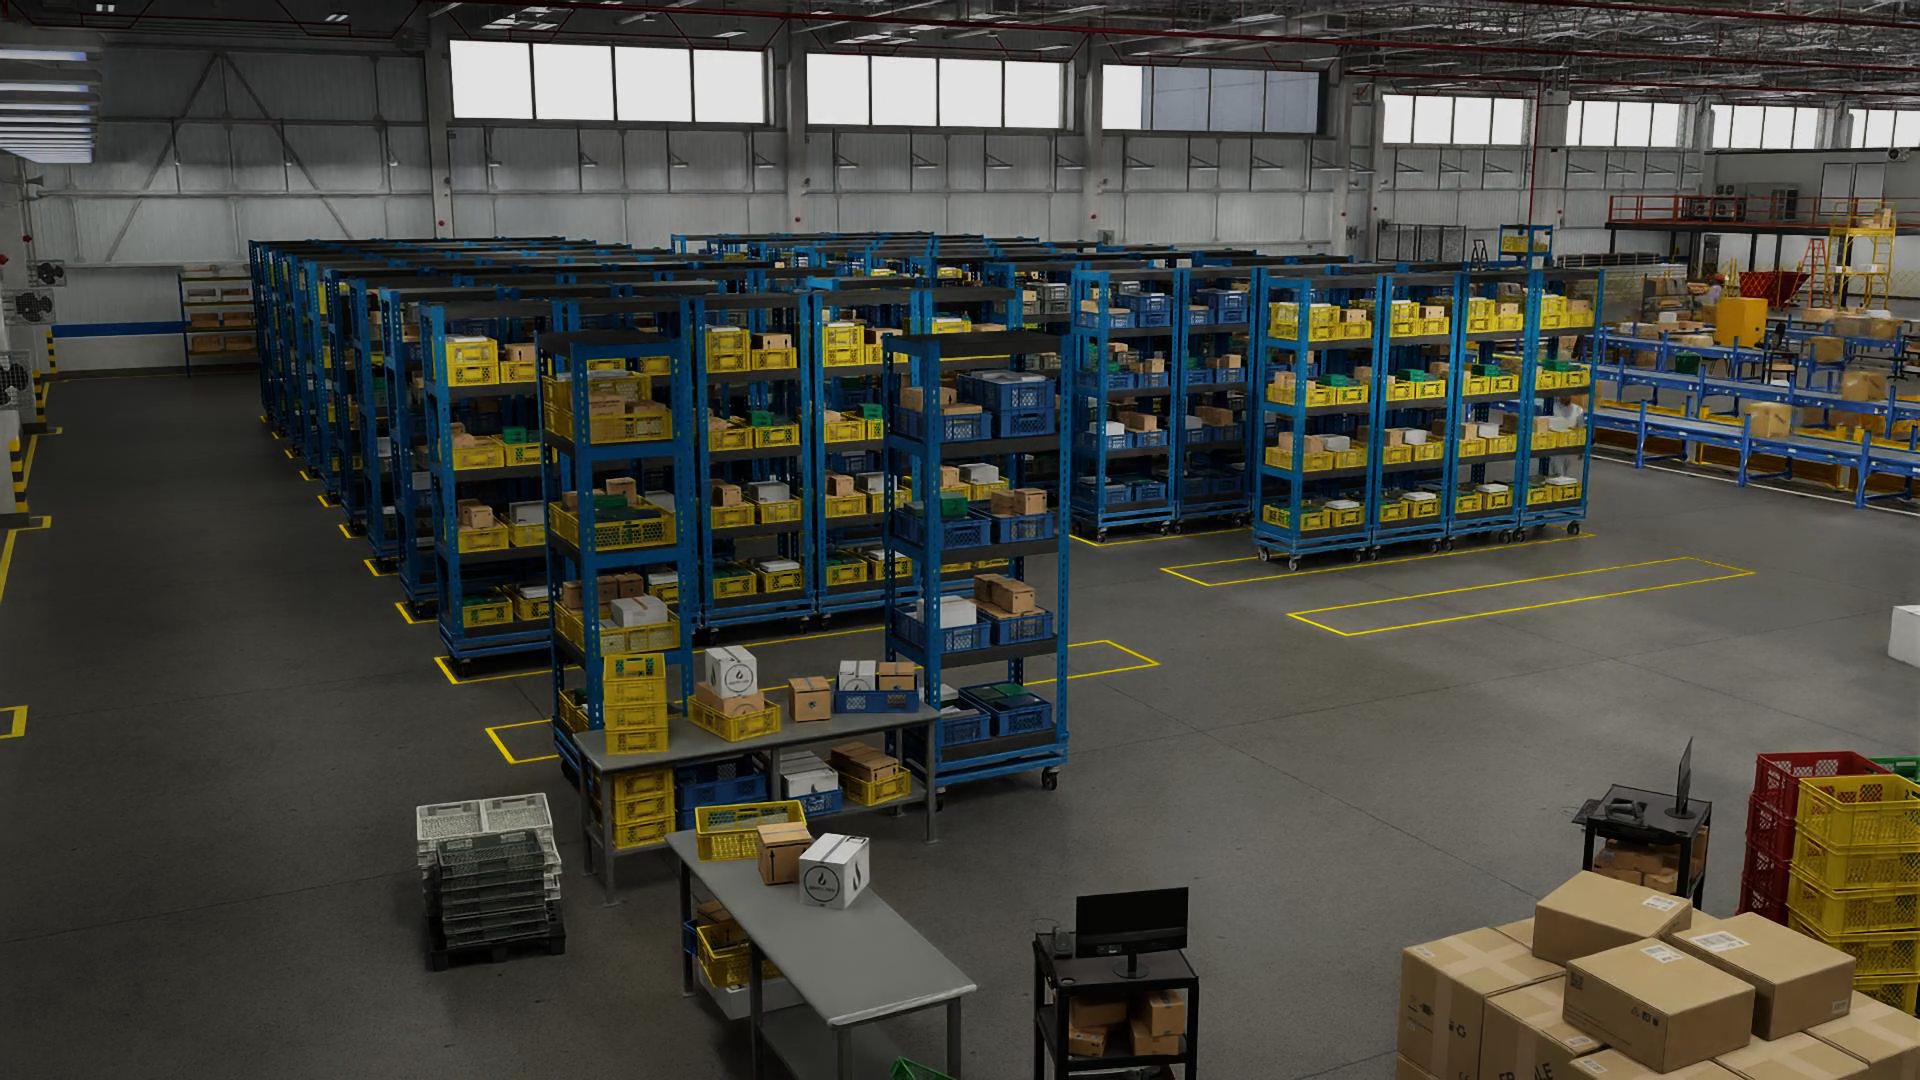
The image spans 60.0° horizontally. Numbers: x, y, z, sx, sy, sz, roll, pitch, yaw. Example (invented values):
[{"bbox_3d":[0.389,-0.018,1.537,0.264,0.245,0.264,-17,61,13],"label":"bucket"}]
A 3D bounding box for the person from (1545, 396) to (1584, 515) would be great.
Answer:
[{"bbox_3d":[8.765,-1.382,24.287,0.618,1.910,0.982,-1,12,-6],"label":"person"}]

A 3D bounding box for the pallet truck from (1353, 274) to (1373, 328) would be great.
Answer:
[{"bbox_3d":[13.011,-8.050,55.243,0.823,1.965,1.885,-7,14,-28],"label":"pallet truck"}]

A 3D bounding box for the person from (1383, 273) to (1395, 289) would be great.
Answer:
[{"bbox_3d":[13.673,-7.652,53.596,0.400,1.907,0.645,-8,15,-34],"label":"person"}]

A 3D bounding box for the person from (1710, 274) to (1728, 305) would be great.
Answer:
[{"bbox_3d":[23.104,-7.077,50.626,0.694,2.018,0.610,1,12,6],"label":"person"}]

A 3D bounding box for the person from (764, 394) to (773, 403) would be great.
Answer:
[{"bbox_3d":[-3.335,-2.015,27.521,0.594,1.800,0.925,-7,14,-30],"label":"person"}]
